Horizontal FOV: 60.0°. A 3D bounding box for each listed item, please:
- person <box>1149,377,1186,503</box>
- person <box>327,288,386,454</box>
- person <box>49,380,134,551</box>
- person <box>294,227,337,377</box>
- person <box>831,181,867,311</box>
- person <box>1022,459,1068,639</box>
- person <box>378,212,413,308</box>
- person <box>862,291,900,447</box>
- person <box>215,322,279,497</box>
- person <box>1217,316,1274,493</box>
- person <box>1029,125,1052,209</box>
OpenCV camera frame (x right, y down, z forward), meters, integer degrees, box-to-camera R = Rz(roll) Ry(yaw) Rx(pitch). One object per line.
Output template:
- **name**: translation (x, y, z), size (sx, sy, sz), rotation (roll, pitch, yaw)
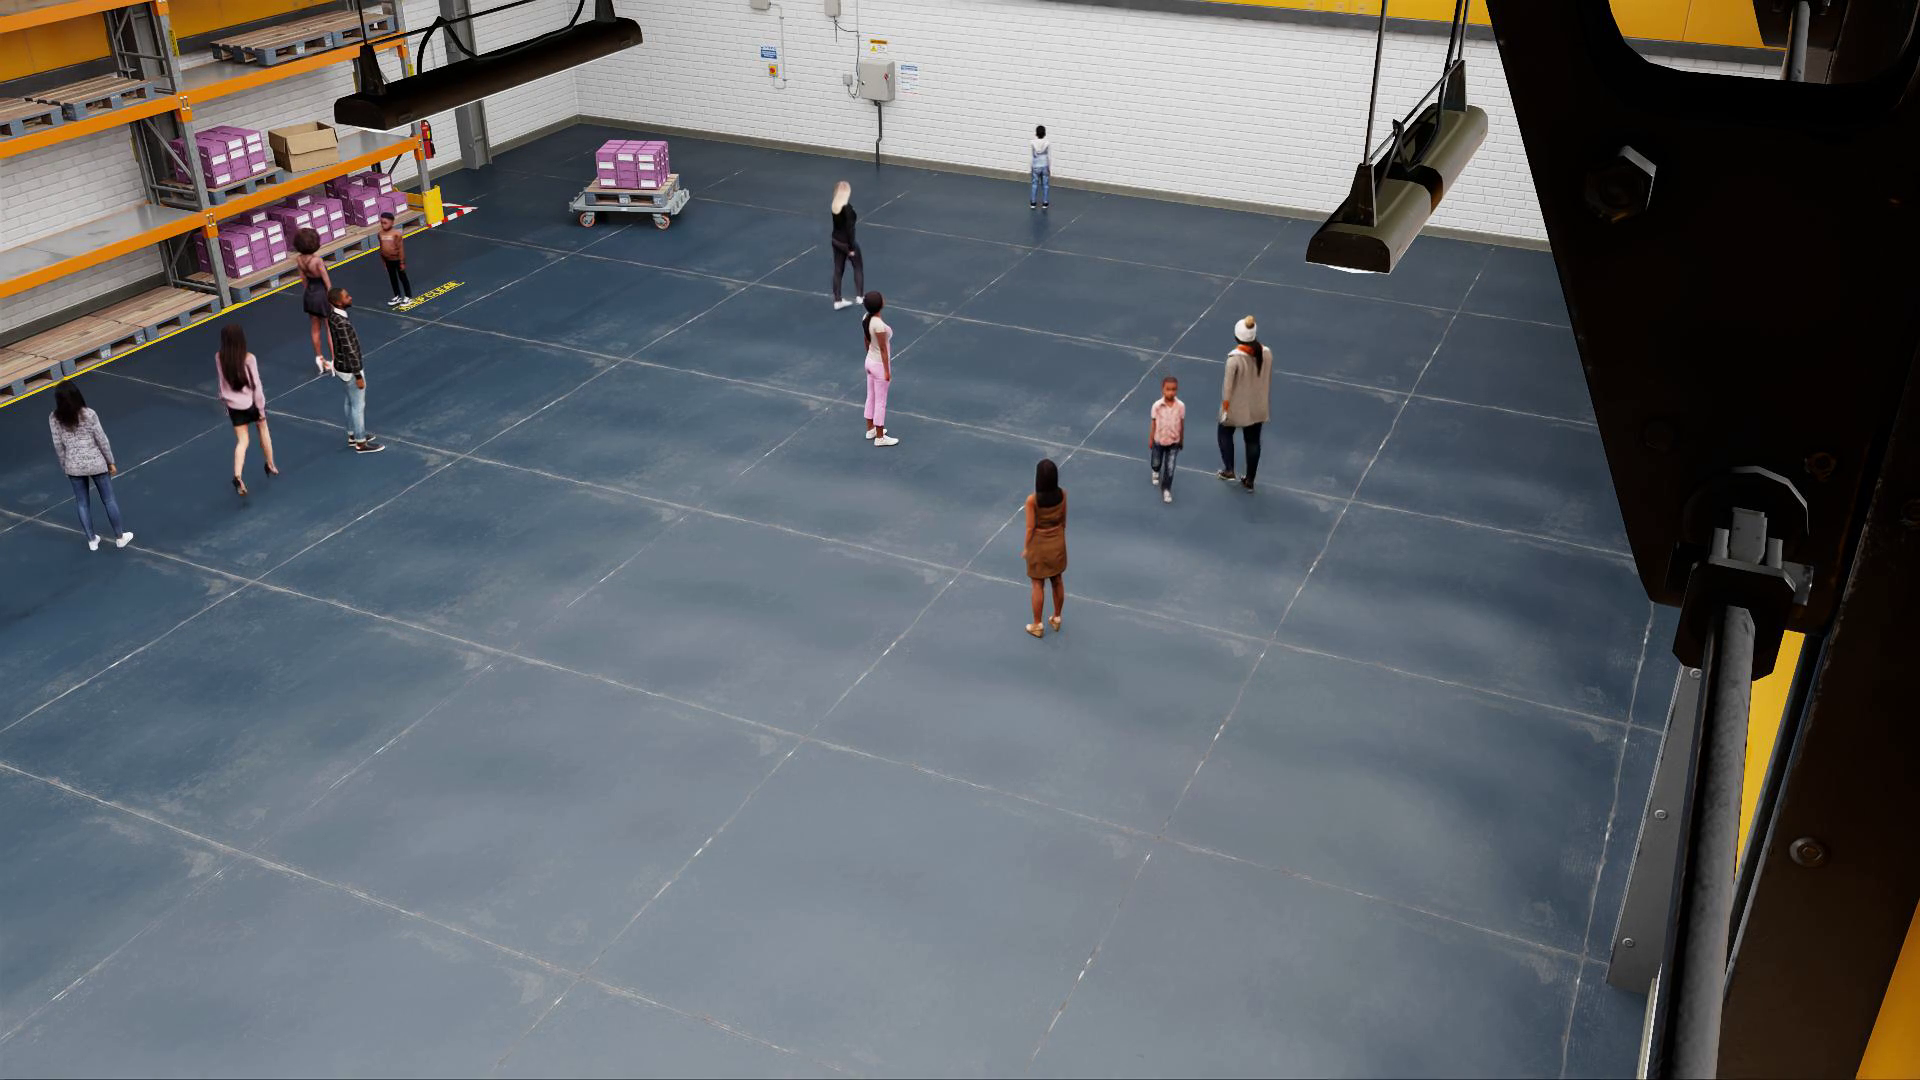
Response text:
- **person**: translation (2.105, -1.058, 16.914), size (0.671, 1.296, 0.823), rotation (1, 29, 1)
- **person**: translation (-6.542, -1.827, 17.776), size (0.765, 1.820, 0.753), rotation (-16, 32, -27)
- **person**: translation (-8.328, -0.722, 15.843), size (0.692, 1.732, 0.717), rotation (-6, 29, -10)
- **person**: translation (-7.566, -2.809, 19.611), size (0.550, 1.787, 0.528), rotation (12, 31, 21)
- **person**: translation (-1.572, -3.784, 21.519), size (0.939, 1.672, 0.821), rotation (-23, 36, -35)
- **person**: translation (0.746, 0.067, 14.441), size (0.618, 1.690, 0.706), rotation (-15, 32, -26)
- **person**: translation (-7.405, -3.688, 21.780), size (0.541, 1.253, 0.503), rotation (8, 30, 15)
- **person**: translation (-0.894, -1.866, 17.933), size (0.693, 1.738, 0.660), rotation (-14, 32, -24)
- **person**: translation (-7.260, -1.269, 16.805), size (0.920, 1.771, 1.180), rotation (2, 29, 3)
- **person**: translation (2.919, -1.351, 16.842), size (0.885, 1.879, 0.935), rotation (-7, 29, -13)
- **person**: translation (1.232, -5.736, 25.532), size (0.538, 1.255, 0.555), rotation (3, 29, 6)
